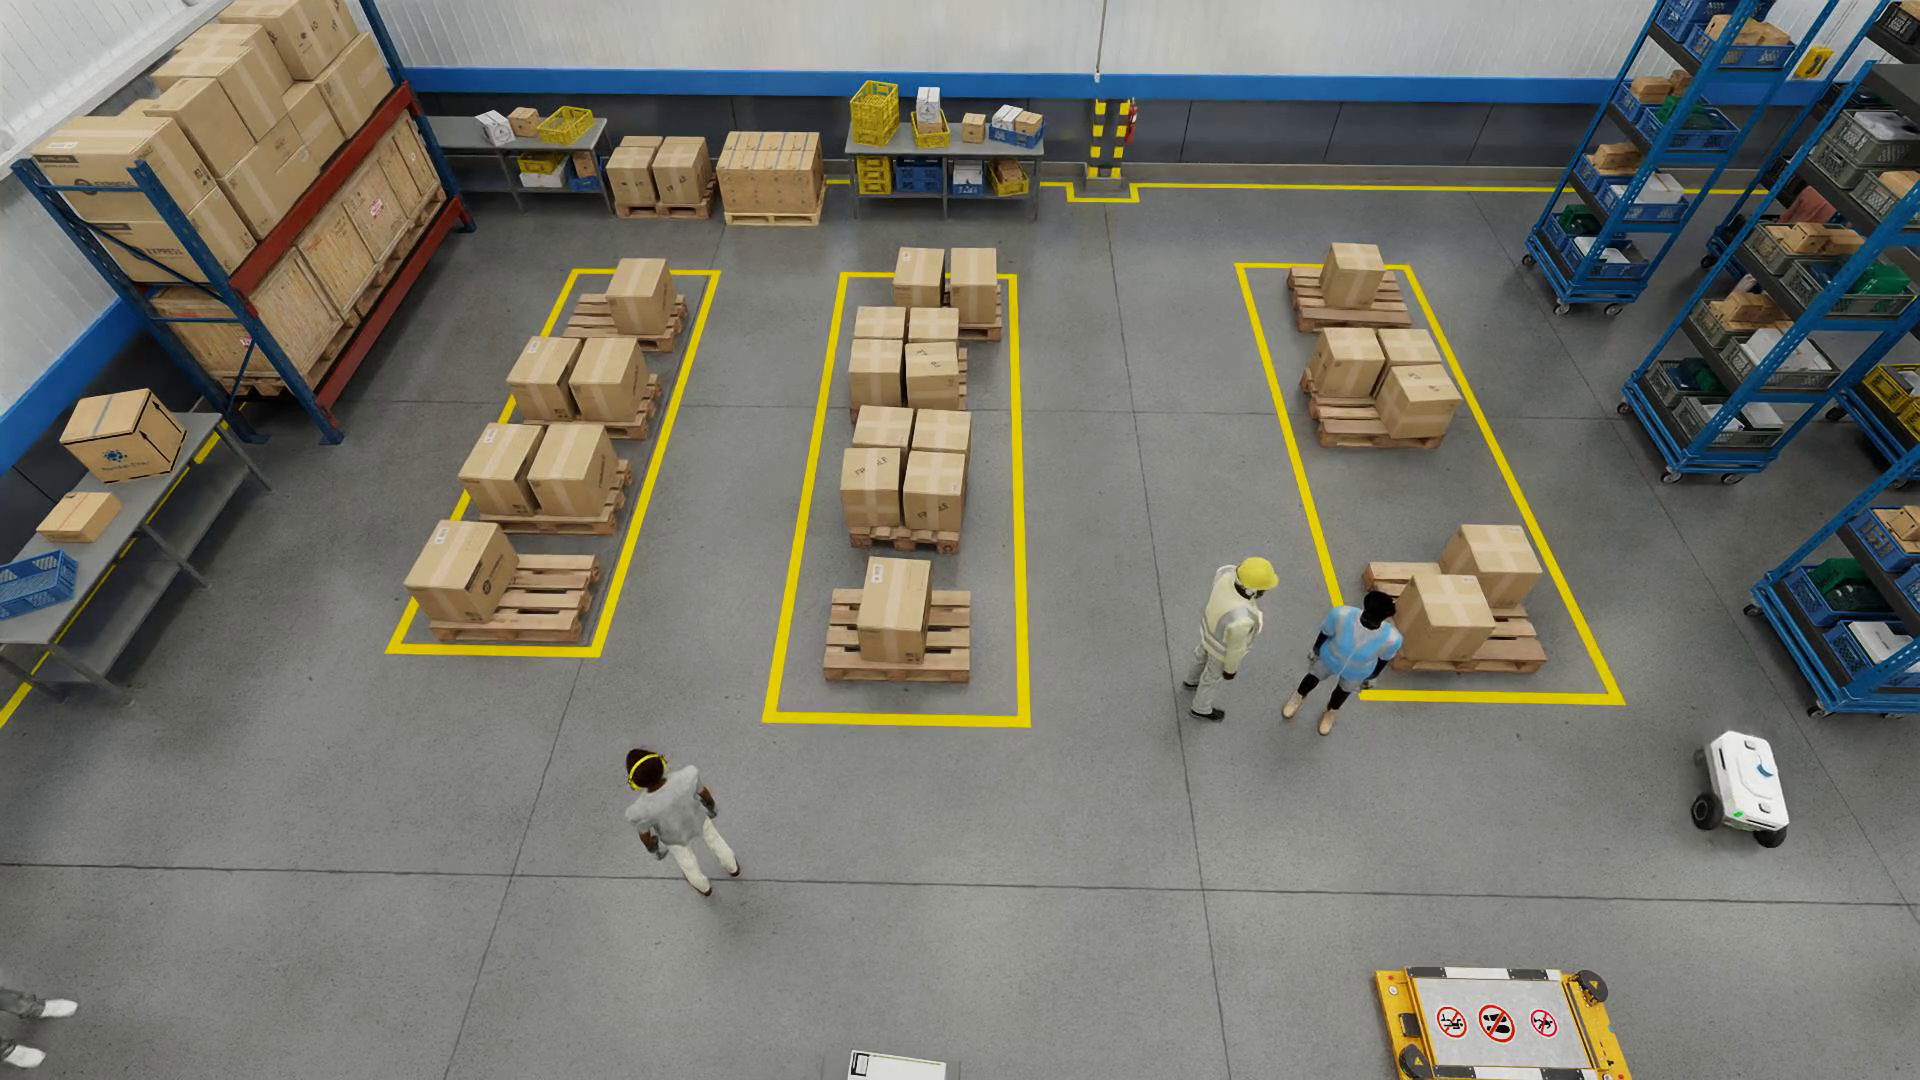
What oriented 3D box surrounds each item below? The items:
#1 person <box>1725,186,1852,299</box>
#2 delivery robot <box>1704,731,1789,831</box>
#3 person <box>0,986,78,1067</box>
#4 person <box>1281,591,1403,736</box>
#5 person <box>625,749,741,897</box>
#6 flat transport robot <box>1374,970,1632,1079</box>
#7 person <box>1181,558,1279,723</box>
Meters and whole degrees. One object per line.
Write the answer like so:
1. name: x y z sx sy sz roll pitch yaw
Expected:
1. person: 9.083 -3.169 9.958 0.410 1.982 0.627 -20 53 -15
2. delivery robot: 5.823 1.785 6.773 0.477 0.478 0.707 14 52 11
3. person: -6.070 2.655 5.258 0.387 1.906 0.603 3 51 2
4. person: 2.858 0.911 6.811 0.537 1.695 0.320 27 56 20
5. person: -1.804 1.846 5.948 0.514 1.866 0.335 -34 58 -24
6. flat transport robot: 3.501 3.133 5.914 1.431 0.197 0.652 1 51 1
7. person: 1.998 0.733 6.872 0.404 1.827 0.600 -1 51 -1
